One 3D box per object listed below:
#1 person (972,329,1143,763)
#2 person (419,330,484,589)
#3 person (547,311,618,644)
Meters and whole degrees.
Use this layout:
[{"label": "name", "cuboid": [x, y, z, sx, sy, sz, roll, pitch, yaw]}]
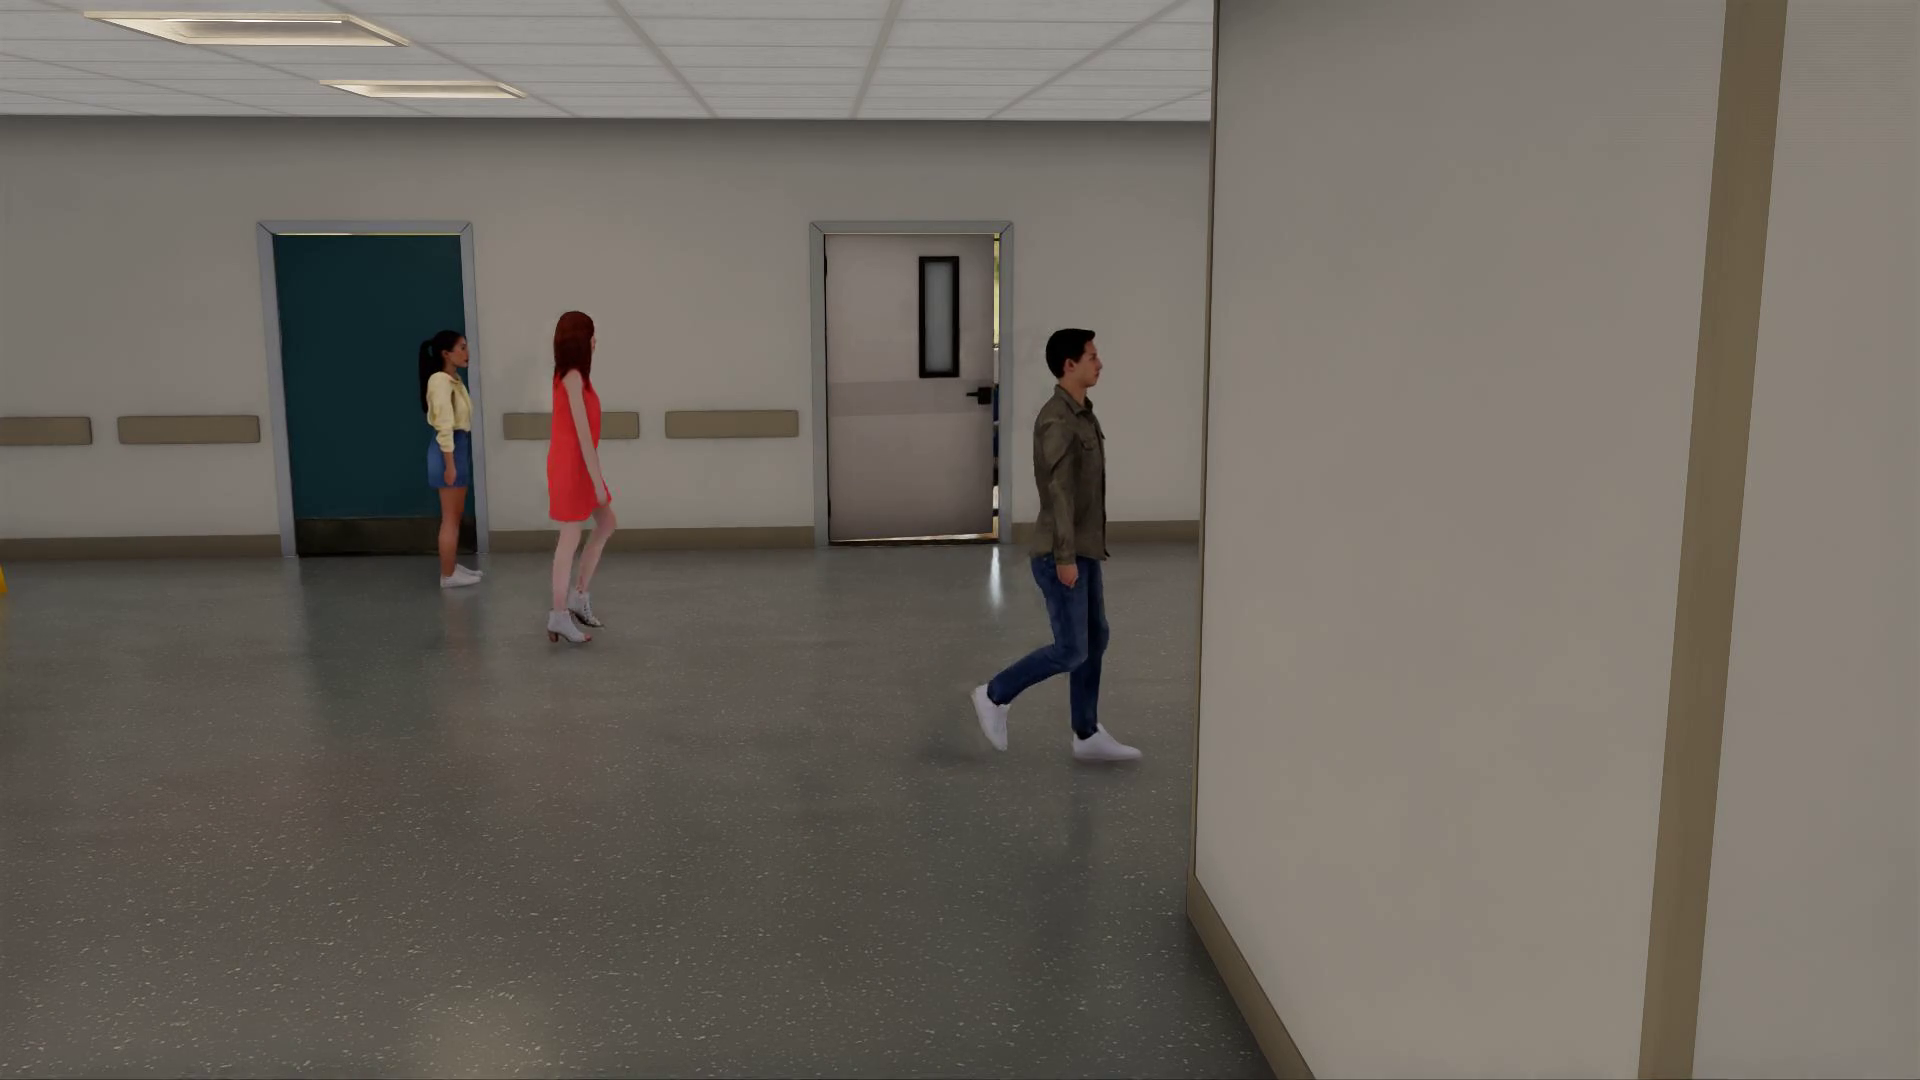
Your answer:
[{"label": "person", "cuboid": [0.389, 0.048, 7.003, 1.094, 1.854, 0.932, 3, 11, 17]}, {"label": "person", "cuboid": [-3.255, -0.524, 10.609, 0.574, 1.633, 0.668, -3, 11, -14]}, {"label": "person", "cuboid": [-2.194, -0.323, 9.066, 0.637, 1.814, 0.633, -2, 11, -10]}]
